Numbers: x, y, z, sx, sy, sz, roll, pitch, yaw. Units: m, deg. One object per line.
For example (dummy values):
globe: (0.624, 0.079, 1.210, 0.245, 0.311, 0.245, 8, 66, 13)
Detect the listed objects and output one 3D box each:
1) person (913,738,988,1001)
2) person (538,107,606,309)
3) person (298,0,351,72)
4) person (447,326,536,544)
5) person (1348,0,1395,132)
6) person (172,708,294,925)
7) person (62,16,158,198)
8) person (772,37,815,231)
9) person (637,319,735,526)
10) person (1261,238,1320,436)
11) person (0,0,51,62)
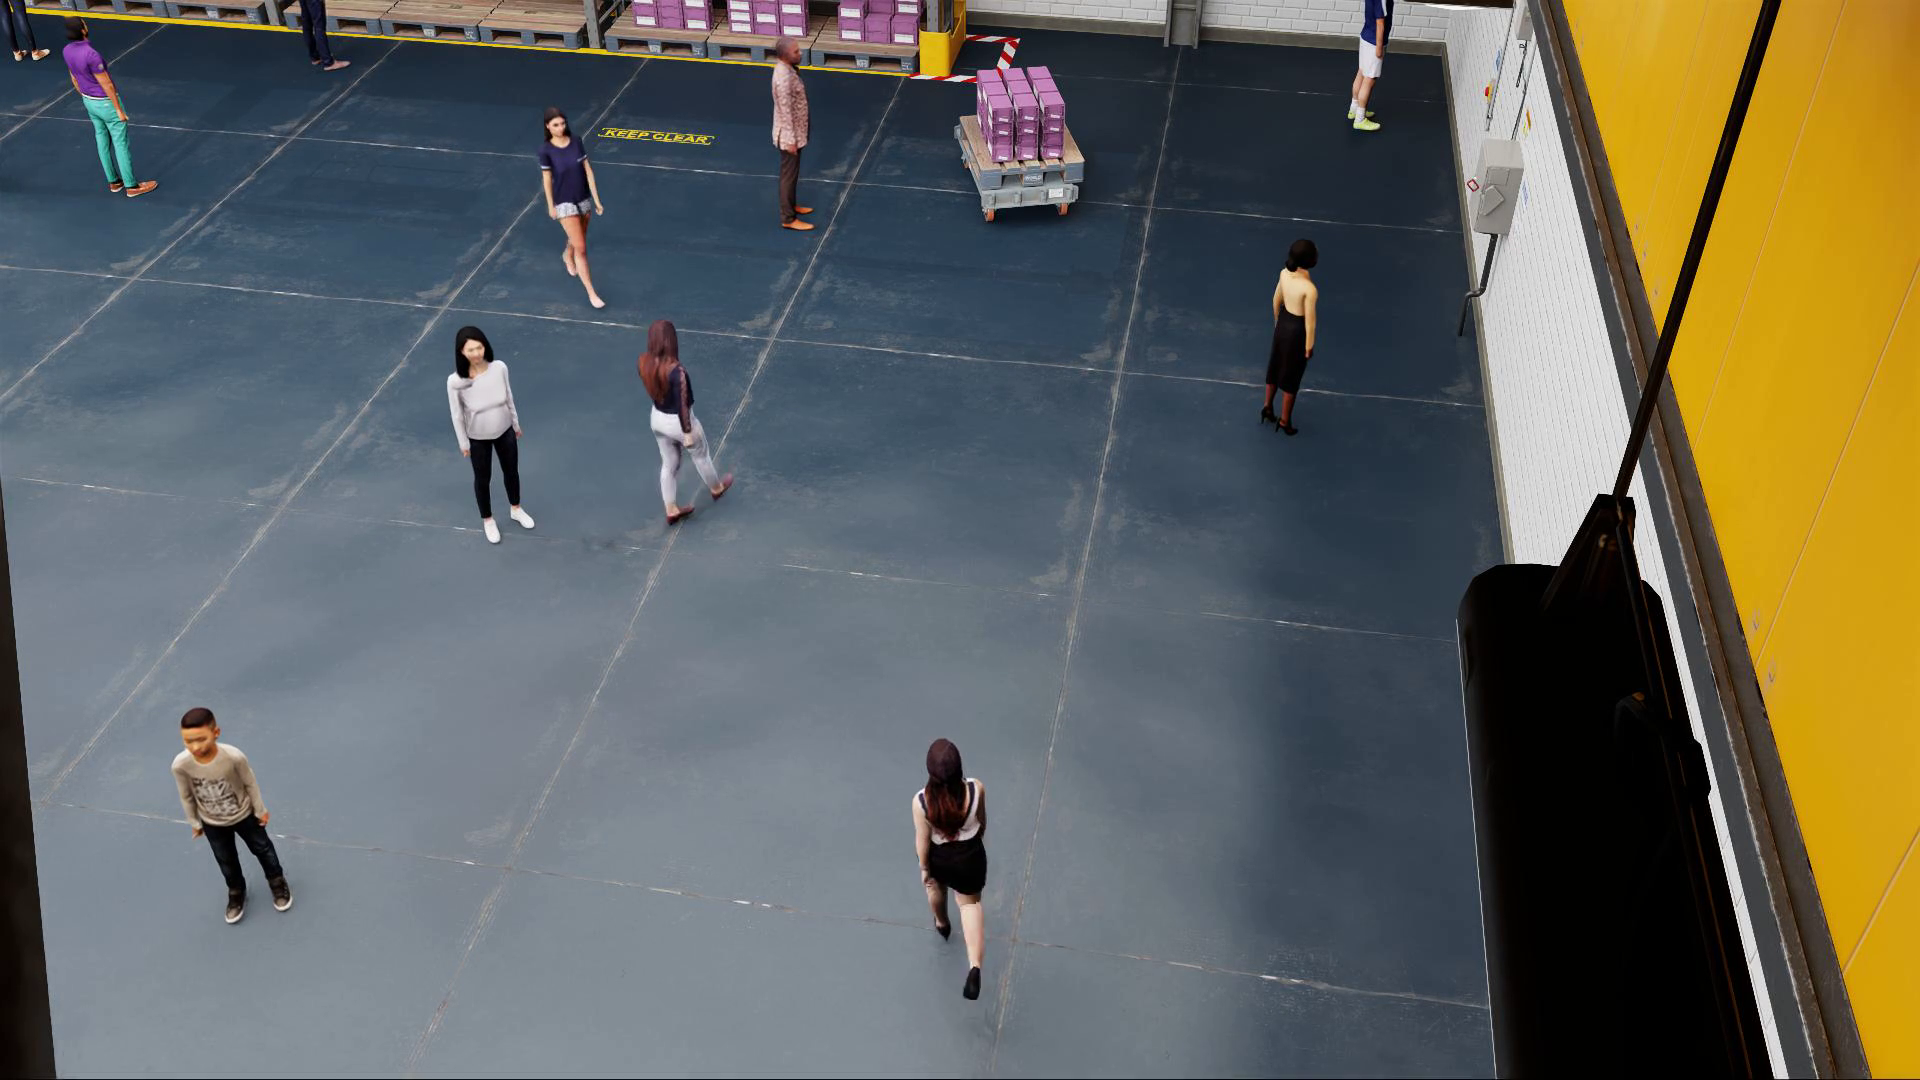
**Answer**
person: (-0.020, 1.726, 8.696, 1.004, 1.626, 0.871, -8, 39, -10)
person: (-3.401, -2.956, 14.478, 1.029, 1.727, 1.137, -28, 46, -30)
person: (-7.225, -6.137, 18.361, 0.727, 1.853, 0.830, 32, 48, 33)
person: (-3.327, -0.767, 11.759, 0.694, 1.700, 0.747, -25, 45, -28)
person: (4.273, -5.170, 17.161, 0.607, 1.839, 0.668, 0, 39, 0)
person: (-4.013, 1.482, 9.131, 0.577, 1.465, 0.686, -10, 40, -12)
person: (-8.243, -4.169, 15.966, 0.606, 1.766, 0.757, 18, 42, 21)
person: (-1.592, -3.799, 15.469, 0.666, 1.808, 0.738, -2, 39, -3)
person: (-2.094, -0.798, 11.899, 0.956, 1.573, 0.953, 28, 47, 31)
person: (2.546, -1.561, 12.789, 0.722, 1.655, 0.672, -21, 43, -24)
person: (-10.679, -6.221, 18.520, 0.512, 1.785, 0.675, 0, 39, 0)
